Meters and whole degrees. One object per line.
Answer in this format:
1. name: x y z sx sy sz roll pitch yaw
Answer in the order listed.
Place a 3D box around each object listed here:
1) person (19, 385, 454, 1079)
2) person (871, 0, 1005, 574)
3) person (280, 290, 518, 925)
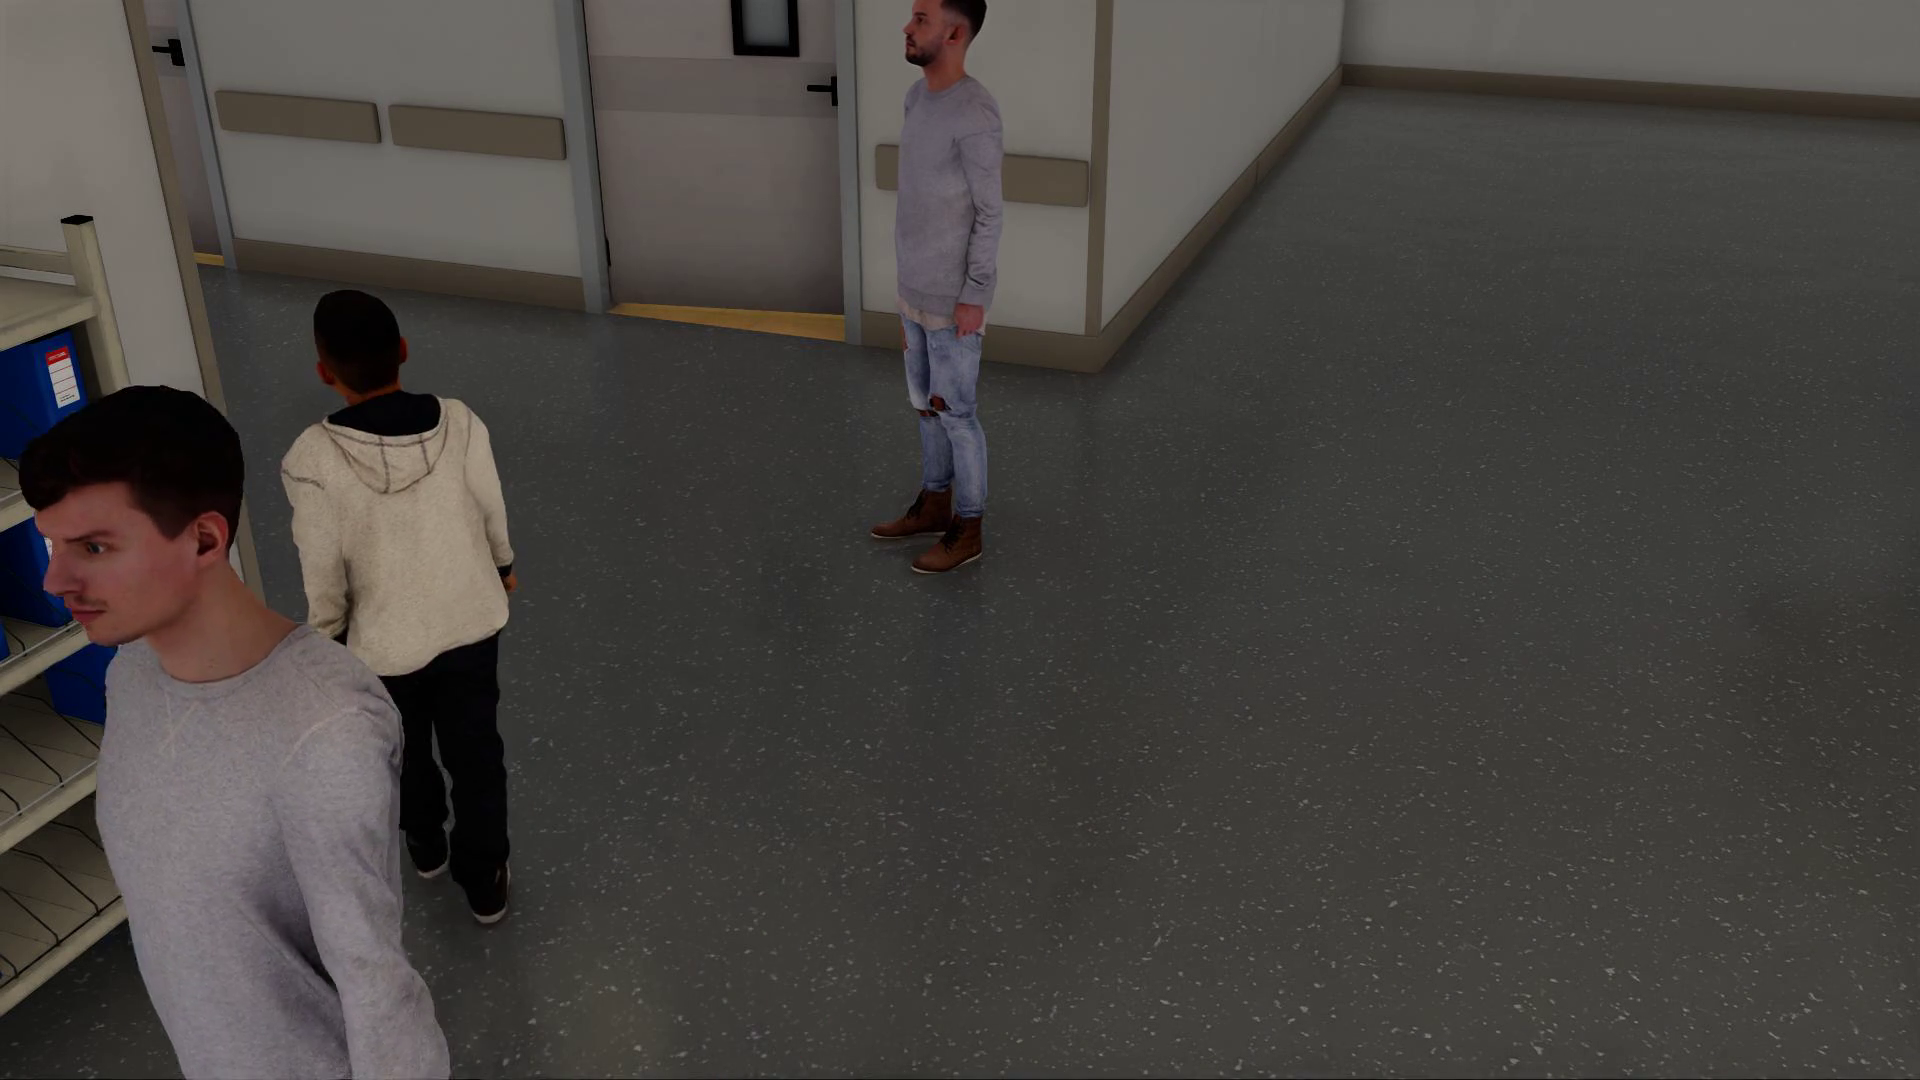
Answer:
1. person: -0.756 0.663 2.144 0.774 1.831 0.949 17 30 31
2. person: -0.053 -0.807 5.182 0.803 1.841 0.761 -14 29 -26
3. person: -1.142 0.207 3.547 0.755 1.434 0.813 -8 27 -16
